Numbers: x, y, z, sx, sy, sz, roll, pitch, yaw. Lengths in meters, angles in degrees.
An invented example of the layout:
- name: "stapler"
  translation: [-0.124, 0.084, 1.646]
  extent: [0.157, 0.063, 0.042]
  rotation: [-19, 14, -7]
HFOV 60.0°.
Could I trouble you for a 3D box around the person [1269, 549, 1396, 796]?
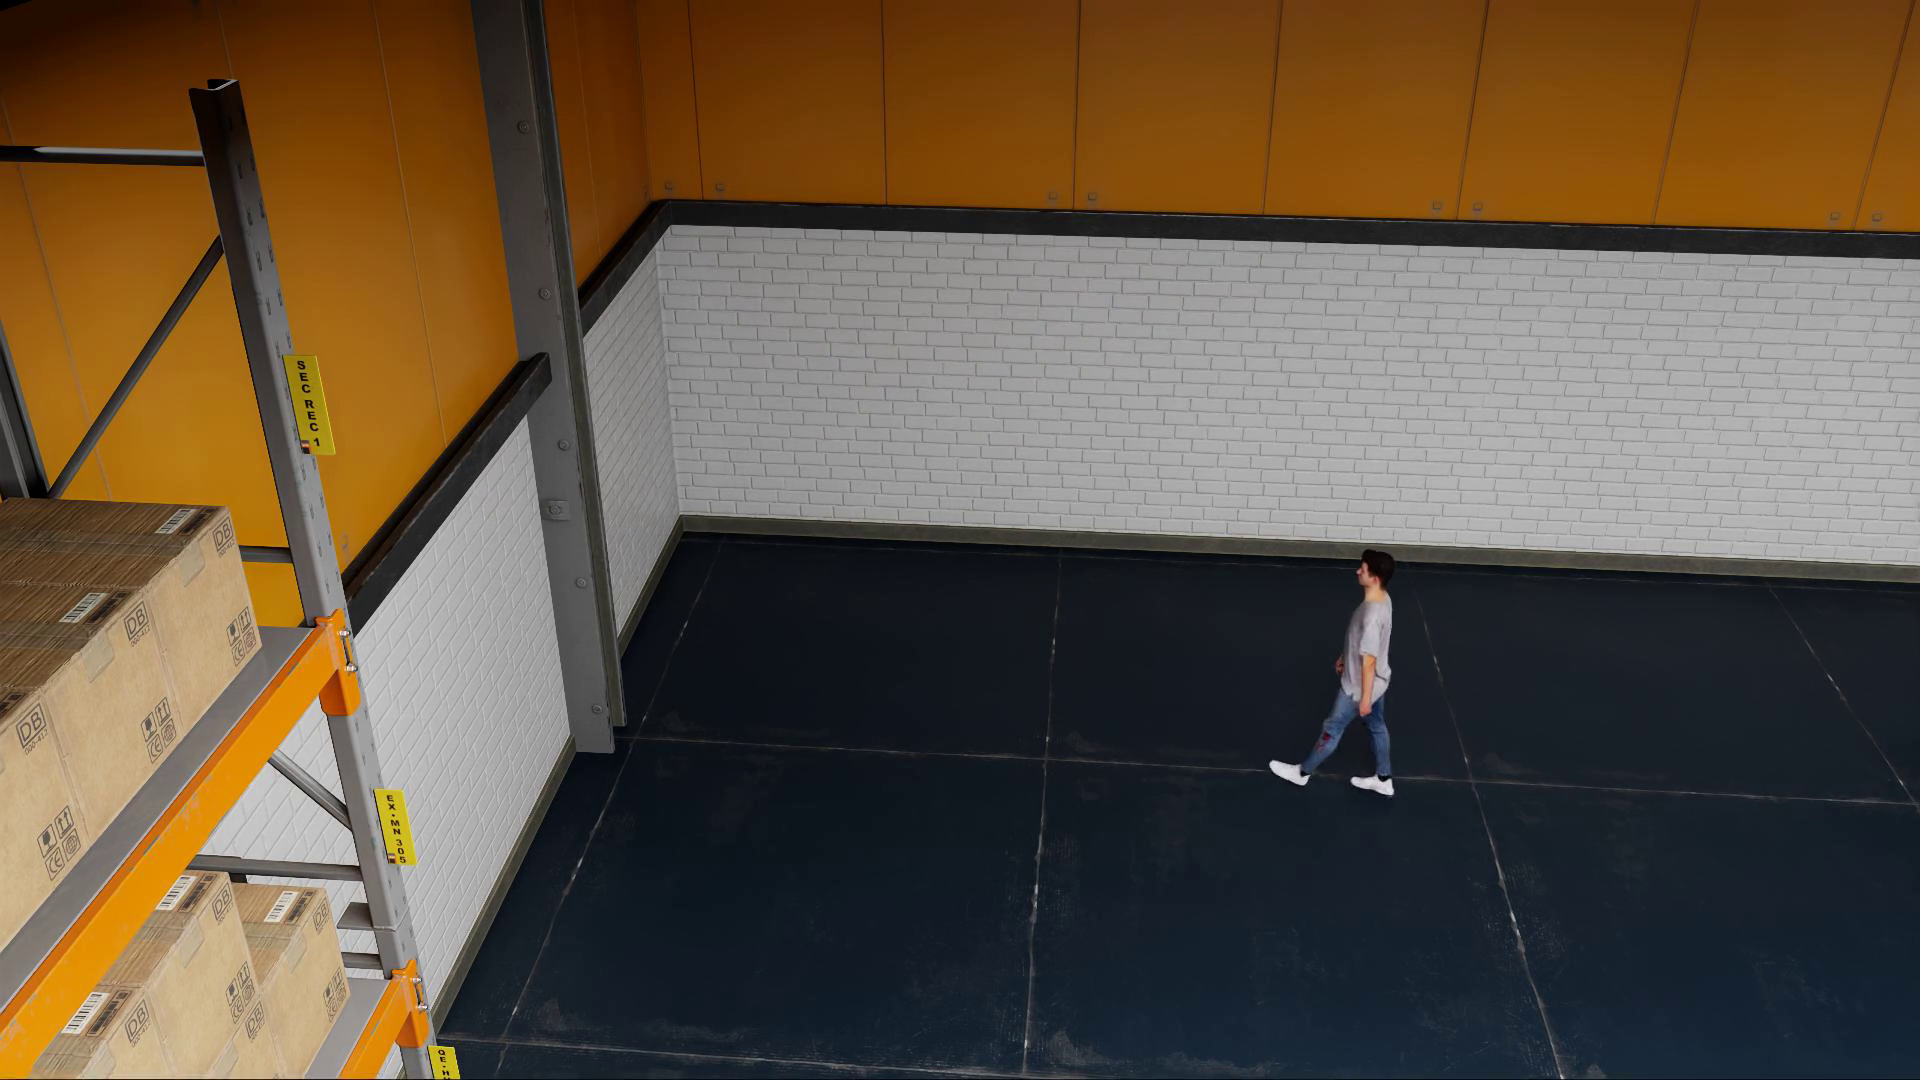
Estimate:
- name: "person"
  translation: [2.795, 0.945, 11.130]
  extent: [0.937, 1.855, 1.102]
  rotation: [9, 30, 17]
